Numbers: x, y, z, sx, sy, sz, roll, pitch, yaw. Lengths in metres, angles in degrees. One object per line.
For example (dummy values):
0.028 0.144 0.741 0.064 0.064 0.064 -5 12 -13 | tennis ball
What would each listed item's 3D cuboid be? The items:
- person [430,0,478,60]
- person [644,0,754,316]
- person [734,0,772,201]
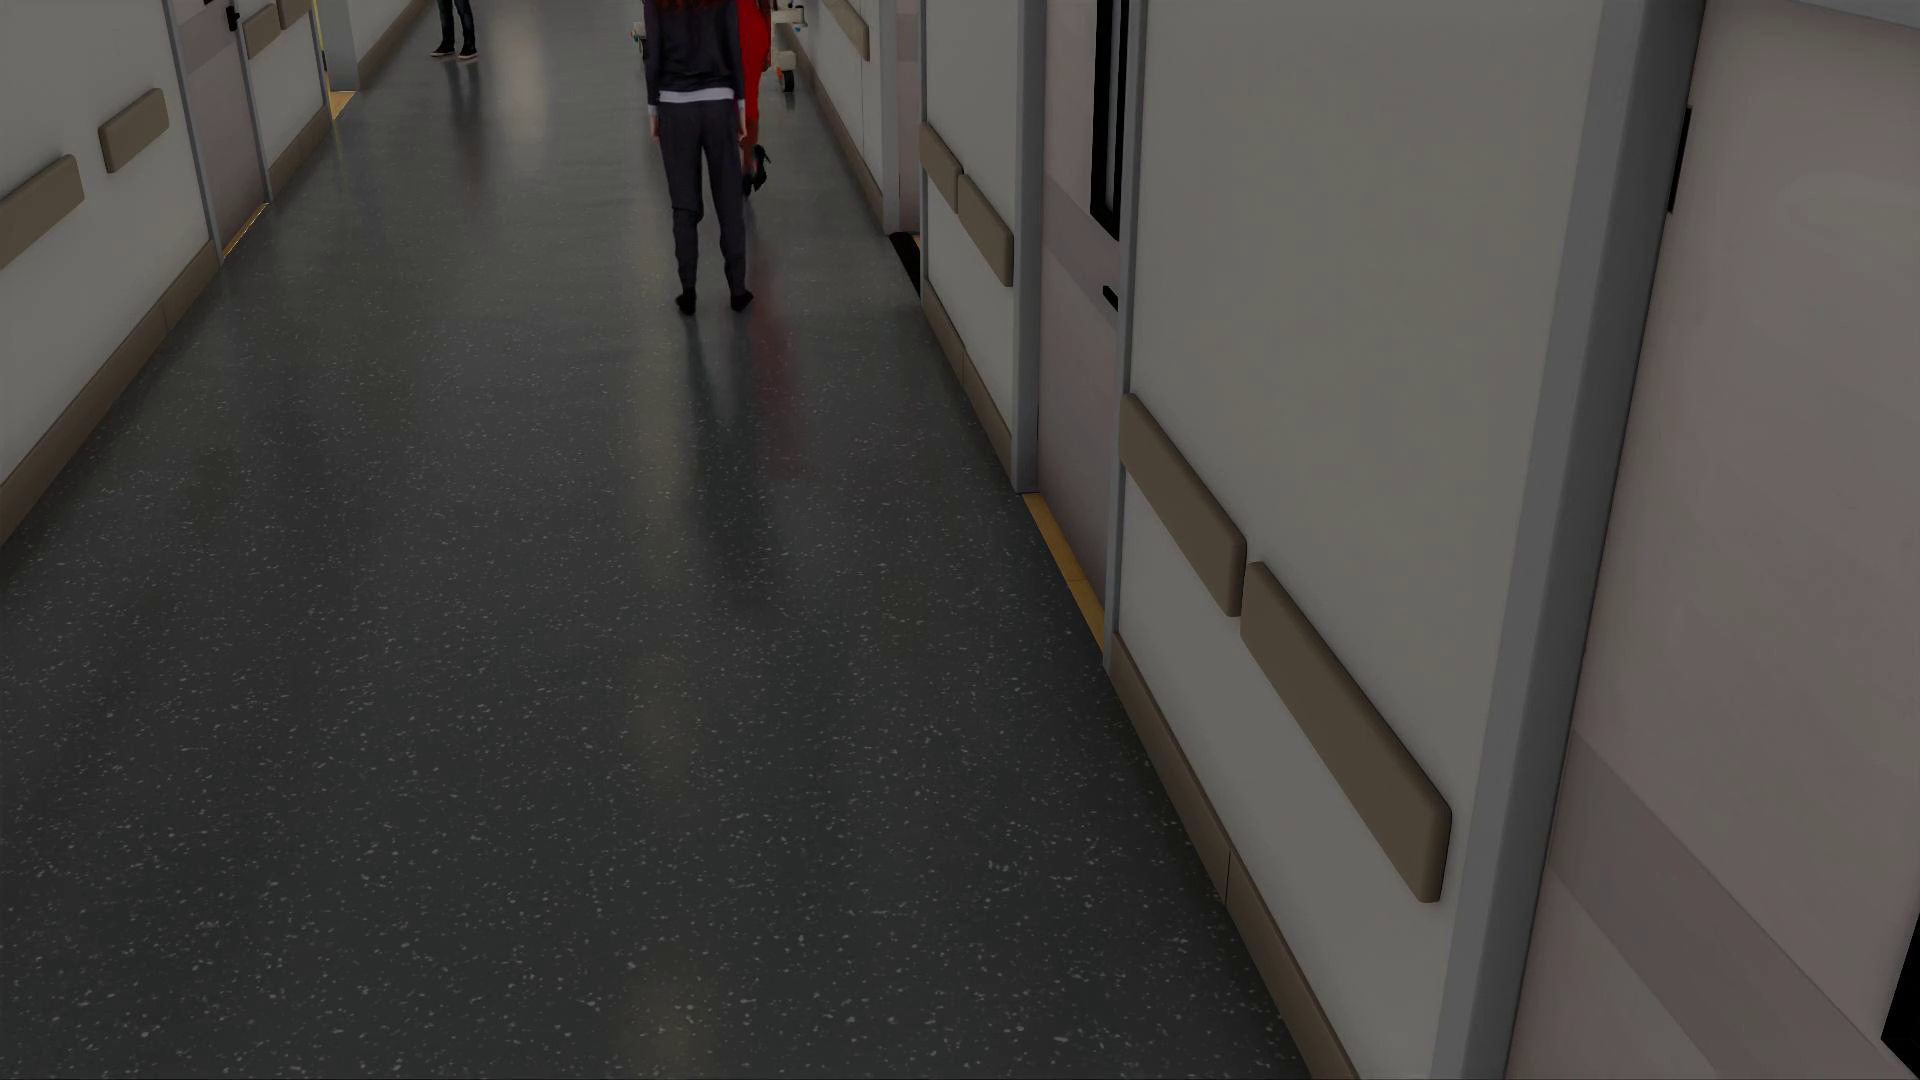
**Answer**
-4.280 -4.802 13.929 0.600 1.462 0.690 10 28 20 | person
-1.186 -1.904 7.556 0.448 1.778 0.653 -3 26 -7 | person
-1.227 -2.752 9.369 0.848 1.732 0.794 -13 29 -25 | person
